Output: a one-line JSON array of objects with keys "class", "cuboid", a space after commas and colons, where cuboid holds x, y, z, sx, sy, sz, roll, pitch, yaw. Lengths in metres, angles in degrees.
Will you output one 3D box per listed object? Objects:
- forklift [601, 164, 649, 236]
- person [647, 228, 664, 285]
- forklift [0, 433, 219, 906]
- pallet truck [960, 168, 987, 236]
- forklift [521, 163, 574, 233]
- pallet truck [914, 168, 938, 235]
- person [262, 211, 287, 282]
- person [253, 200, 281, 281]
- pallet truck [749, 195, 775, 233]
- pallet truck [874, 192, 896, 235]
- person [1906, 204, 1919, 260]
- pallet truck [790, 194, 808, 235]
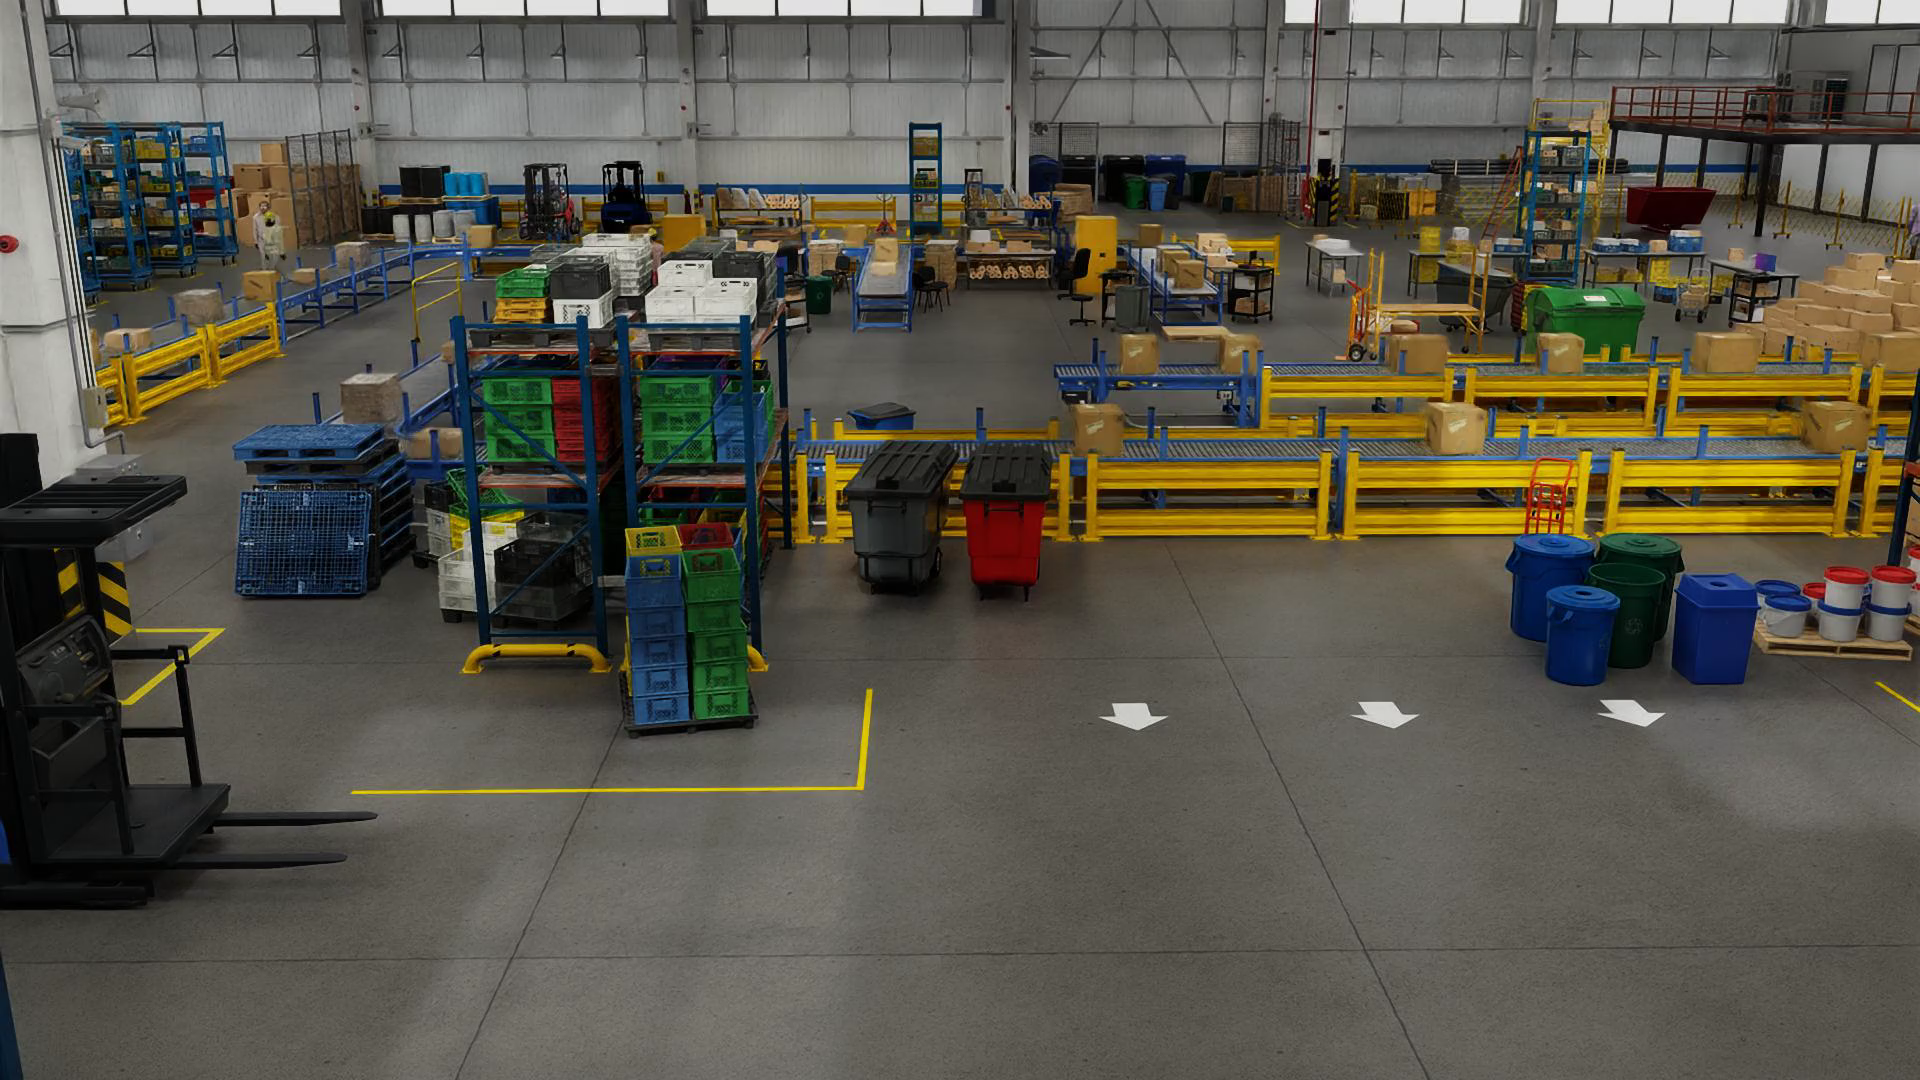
[{"class": "forklift", "cuboid": [-9.948, -10.127, 49.296, 1.157, 1.987, 2.680, -1, 16, -3]}, {"class": "person", "cuboid": [-6.294, -5.519, 34.243, 0.314, 1.769, 0.524, 11, 20, 35]}, {"class": "forklift", "cuboid": [-5.952, 0.780, 10.366, 1.873, 2.768, 1.129, 0, 16, -1]}, {"class": "pallet truck", "cuboid": [0.383, -10.230, 50.206, 0.823, 1.965, 1.885, -1, 16, -3]}, {"class": "forklift", "cuboid": [-12.233, -10.122, 49.298, 1.157, 1.987, 2.680, 0, 16, -1]}, {"class": "pallet truck", "cuboid": [-0.989, -10.316, 50.507, 0.823, 1.965, 1.885, 1, 16, 3]}, {"class": "person", "cuboid": [-15.550, -6.534, 37.679, 0.614, 1.813, 0.431, 11, 20, 35]}, {"class": "person", "cuboid": [-16.391, -7.073, 39.396, 0.641, 1.909, 0.409, -3, 16, -11]}, {"class": "pallet truck", "cuboid": [-6.051, -9.967, 50.660, 0.680, 1.201, 1.601, 0, 16, -1]}, {"class": "pallet truck", "cuboid": [-2.277, -9.986, 50.594, 0.653, 1.274, 1.630, 0, 16, -1]}, {"class": "person", "cuboid": [23.713, -7.617, 41.041, 0.605, 2.045, 0.378, 7, 18, 23]}, {"class": "pallet truck", "cuboid": [-4.814, -9.883, 50.259, 0.704, 1.261, 1.522, -1, 16, -3]}]
